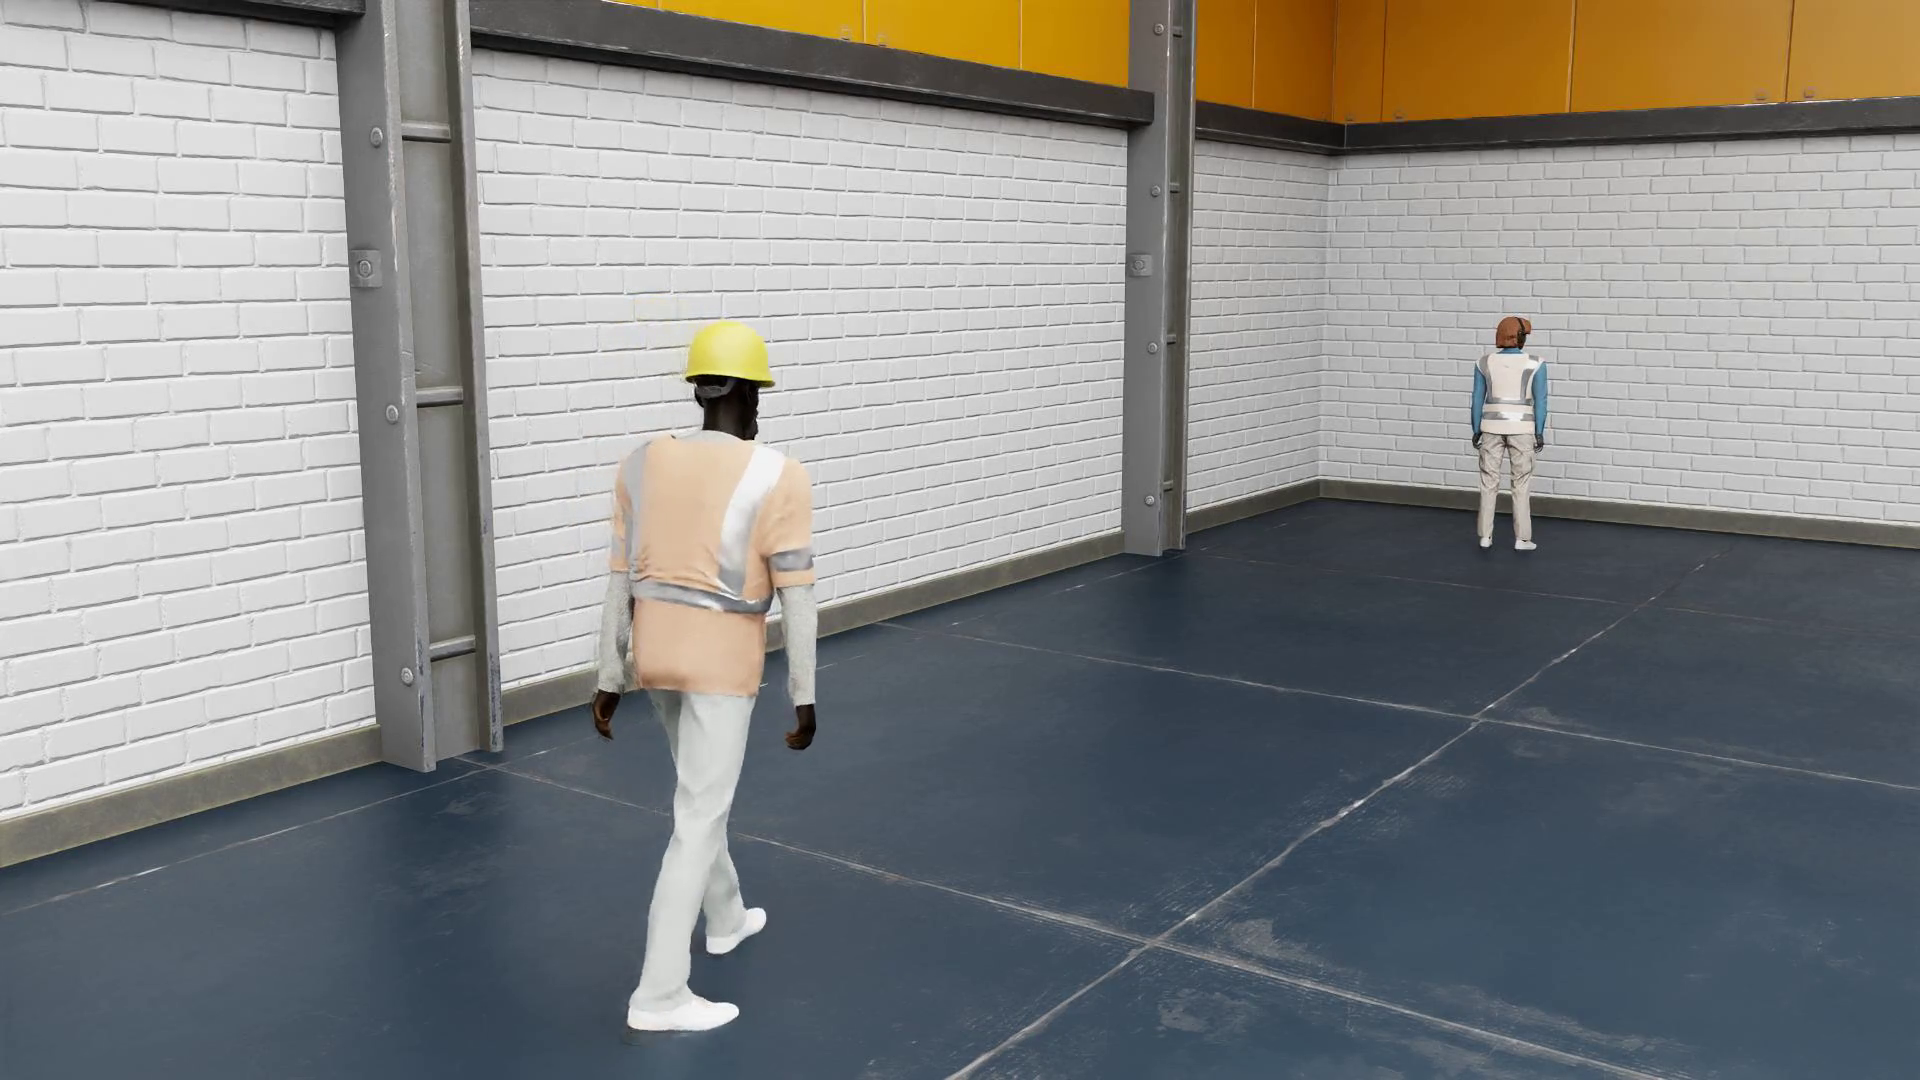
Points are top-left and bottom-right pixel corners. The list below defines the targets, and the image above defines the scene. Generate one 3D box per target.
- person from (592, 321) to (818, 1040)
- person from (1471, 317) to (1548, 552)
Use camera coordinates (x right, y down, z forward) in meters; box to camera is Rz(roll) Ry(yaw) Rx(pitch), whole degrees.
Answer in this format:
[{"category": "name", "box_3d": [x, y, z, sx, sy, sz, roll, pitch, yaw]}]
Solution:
[{"category": "person", "box_3d": [-0.699, 0.350, 4.531, 0.606, 1.866, 0.845, 5, 11, 26]}, {"category": "person", "box_3d": [3.824, -0.734, 11.615, 0.515, 1.636, 0.314, 6, 11, 33]}]
